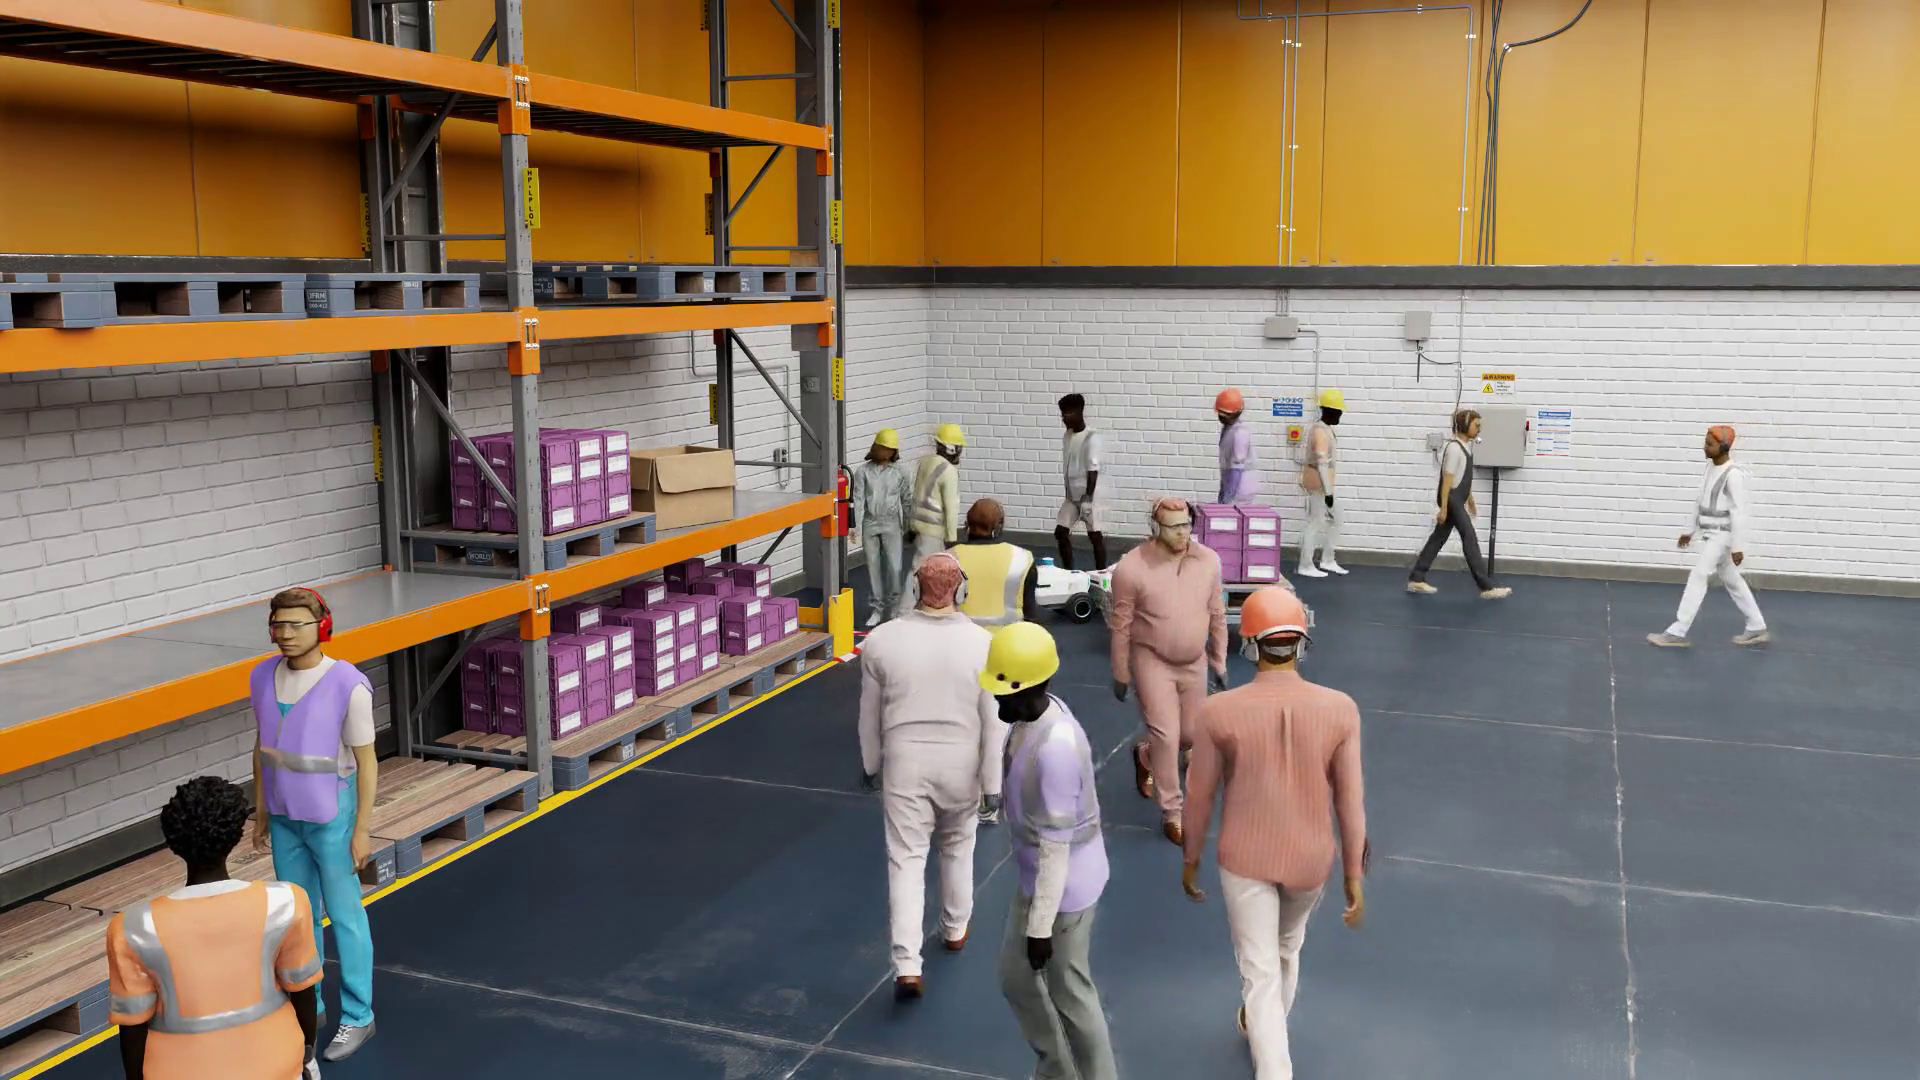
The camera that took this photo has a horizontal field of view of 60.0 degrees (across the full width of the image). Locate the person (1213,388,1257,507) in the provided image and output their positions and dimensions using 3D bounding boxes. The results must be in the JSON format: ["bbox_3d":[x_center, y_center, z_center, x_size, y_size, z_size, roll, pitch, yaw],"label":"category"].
[{"bbox_3d":[2.589,-0.454,15.709,0.607,1.988,0.651,0,9,0],"label":"person"}]

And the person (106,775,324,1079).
[{"bbox_3d":[-2.008,1.474,4.542,0.535,1.697,0.318,-5,10,-29],"label":"person"}]

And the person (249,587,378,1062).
[{"bbox_3d":[-2.516,1.086,6.492,0.570,1.849,0.381,4,10,22],"label":"person"}]

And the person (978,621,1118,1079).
[{"bbox_3d":[0.328,1.186,5.757,0.602,1.880,0.601,-2,9,-12],"label":"person"}]

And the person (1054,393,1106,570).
[{"bbox_3d":[1.102,-0.405,15.573,0.674,1.930,0.646,-5,11,-30],"label":"person"}]

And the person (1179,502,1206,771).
[{"bbox_3d":[1.372,0.575,10.336,0.531,1.652,0.873,-3,9,-16],"label":"person"}]

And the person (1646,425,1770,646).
[{"bbox_3d":[6.194,-0.023,13.555,0.999,1.835,0.591,1,9,9],"label":"person"}]

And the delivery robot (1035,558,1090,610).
[{"bbox_3d":[0.766,0.399,14.566,0.707,0.478,0.477,-3,9,-17],"label":"delivery robot"}]

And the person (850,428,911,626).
[{"bbox_3d":[-0.691,-0.099,14.330,0.524,1.729,0.400,1,9,3],"label":"person"}]

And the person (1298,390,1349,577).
[{"bbox_3d":[3.698,-0.551,16.609,0.660,1.897,0.607,3,9,17],"label":"person"}]

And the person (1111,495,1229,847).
[{"bbox_3d":[1.113,0.663,9.082,0.637,1.873,0.786,-4,10,-23],"label":"person"}]

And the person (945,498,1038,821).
[{"bbox_3d":[0.130,0.655,9.454,0.619,1.789,0.985,1,9,5],"label":"person"}]

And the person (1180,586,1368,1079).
[{"bbox_3d":[1.111,1.130,5.991,0.628,1.930,1.050,-1,9,-6],"label":"person"}]

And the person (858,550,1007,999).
[{"bbox_3d":[-0.120,0.979,7.116,0.640,1.868,0.957,0,9,2],"label":"person"}]

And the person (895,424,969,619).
[{"bbox_3d":[-0.183,-0.106,14.263,0.898,1.766,0.611,-3,10,-20],"label":"person"}]

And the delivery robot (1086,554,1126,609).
[{"bbox_3d":[1.478,0.369,14.756,0.707,0.478,0.477,-5,10,-28],"label":"delivery robot"}]

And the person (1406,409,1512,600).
[{"bbox_3d":[4.696,-0.337,15.652,0.987,1.785,0.512,4,10,22],"label":"person"}]
